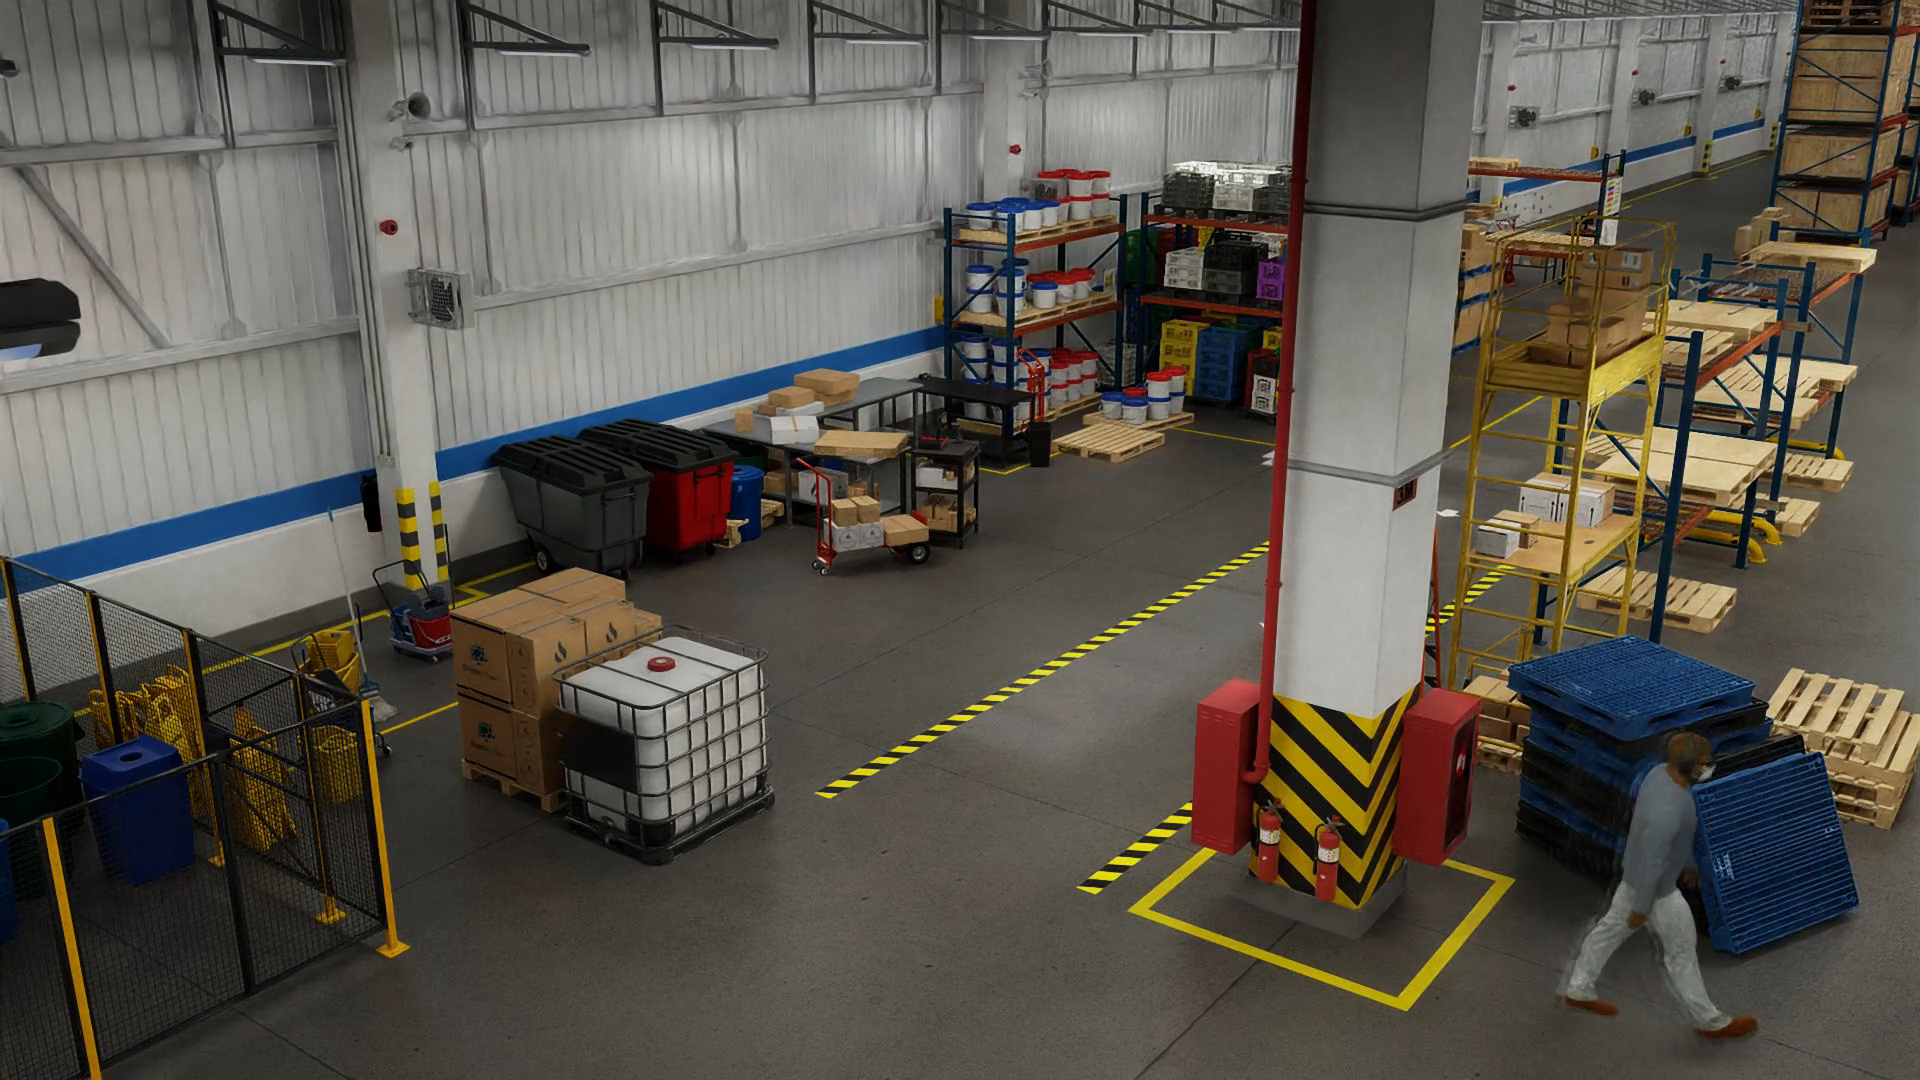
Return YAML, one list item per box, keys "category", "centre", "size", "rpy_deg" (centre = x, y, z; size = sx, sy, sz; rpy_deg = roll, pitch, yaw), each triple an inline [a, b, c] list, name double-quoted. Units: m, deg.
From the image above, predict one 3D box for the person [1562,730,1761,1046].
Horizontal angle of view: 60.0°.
- category: "person"
  centre: [3.989, 1.927, 9.316]
  size: [1.058, 1.870, 0.635]
  rpy_deg: [5, 19, 16]
